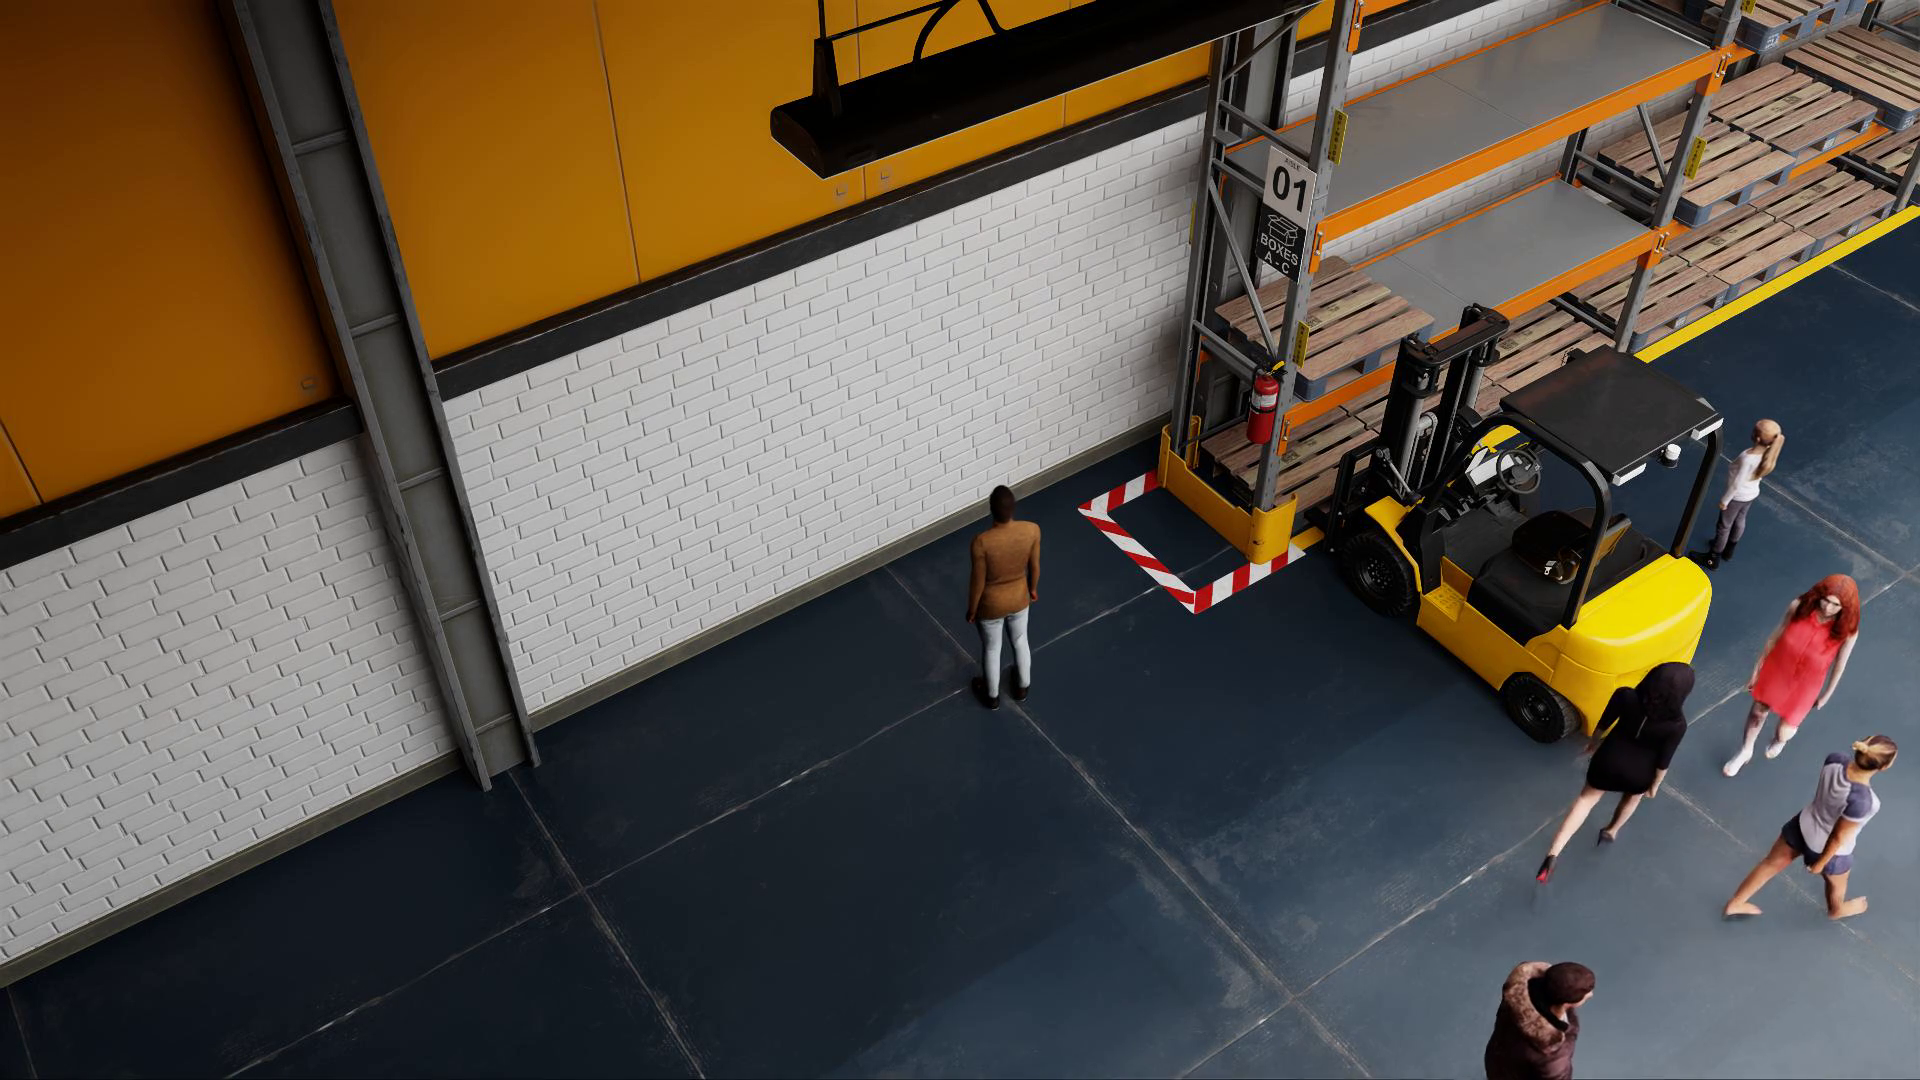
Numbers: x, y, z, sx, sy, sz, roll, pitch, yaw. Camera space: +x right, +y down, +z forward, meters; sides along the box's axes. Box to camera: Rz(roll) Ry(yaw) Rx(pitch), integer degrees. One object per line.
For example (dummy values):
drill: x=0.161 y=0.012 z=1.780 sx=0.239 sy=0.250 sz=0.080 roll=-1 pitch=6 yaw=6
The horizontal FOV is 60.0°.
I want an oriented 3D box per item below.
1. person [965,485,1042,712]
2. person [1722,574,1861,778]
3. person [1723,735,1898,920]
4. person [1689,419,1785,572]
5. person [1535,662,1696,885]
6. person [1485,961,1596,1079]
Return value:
person: x=0.271 y=0.372 z=10.515 sx=0.548 sy=1.816 sz=0.753 roll=-15 pitch=46 yaw=-15
person: x=5.071 y=0.803 z=10.067 sx=0.740 sy=1.809 sz=0.621 roll=-30 pitch=51 yaw=-28
person: x=4.750 y=1.675 z=9.322 sx=1.102 sy=1.572 sz=0.881 roll=-5 pitch=44 yaw=-5
person: x=5.468 y=-0.324 z=11.635 sx=0.427 sy=1.278 sz=0.554 roll=-24 pitch=49 yaw=-23
person: x=3.738 y=1.366 z=9.507 sx=0.804 sy=1.766 sz=1.132 roll=28 pitch=50 yaw=26
person: x=2.663 y=2.624 z=8.165 sx=1.313 sy=1.795 sz=1.219 roll=4 pitch=44 yaw=4
